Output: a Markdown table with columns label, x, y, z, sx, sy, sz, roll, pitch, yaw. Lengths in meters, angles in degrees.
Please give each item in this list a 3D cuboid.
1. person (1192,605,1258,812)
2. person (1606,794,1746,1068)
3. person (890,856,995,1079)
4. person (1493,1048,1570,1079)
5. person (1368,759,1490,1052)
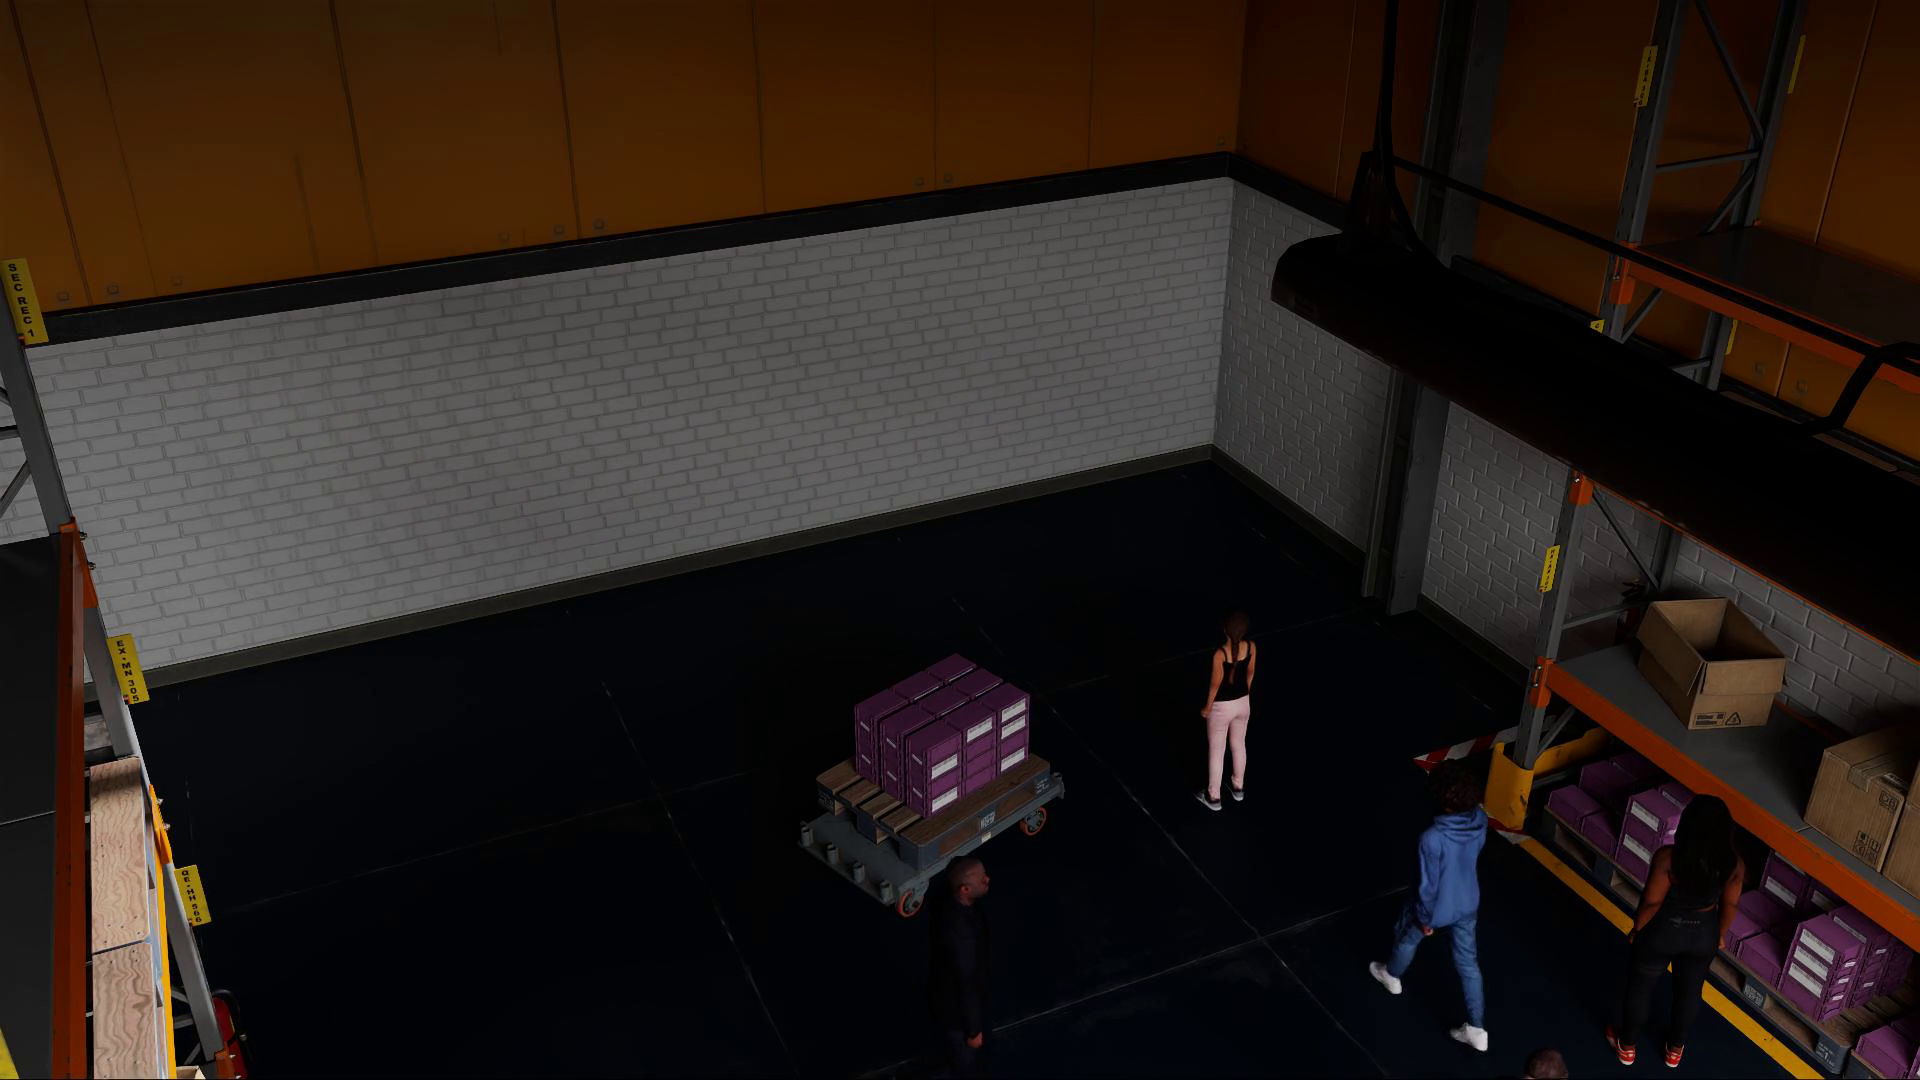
| label | x | y | z | sx | sy | sz | roll | pitch | yaw |
| --- | --- | --- | --- | --- | --- | --- | --- | --- | --- |
| person | 1.821 | 1.121 | 11.245 | 0.528 | 1.565 | 0.501 | -13 | 31 | -22 |
| person | 3.929 | 2.146 | 9.103 | 0.767 | 1.816 | 0.789 | 3 | 29 | 6 |
| person | -0.091 | 2.410 | 8.642 | 1.040 | 1.795 | 1.104 | 0 | 29 | 1 |
| person | 2.499 | 2.990 | 7.533 | 0.765 | 1.839 | 0.625 | -23 | 36 | -36 |
| person | 2.774 | 2.056 | 9.312 | 0.692 | 1.773 | 1.143 | -12 | 31 | -21 |
